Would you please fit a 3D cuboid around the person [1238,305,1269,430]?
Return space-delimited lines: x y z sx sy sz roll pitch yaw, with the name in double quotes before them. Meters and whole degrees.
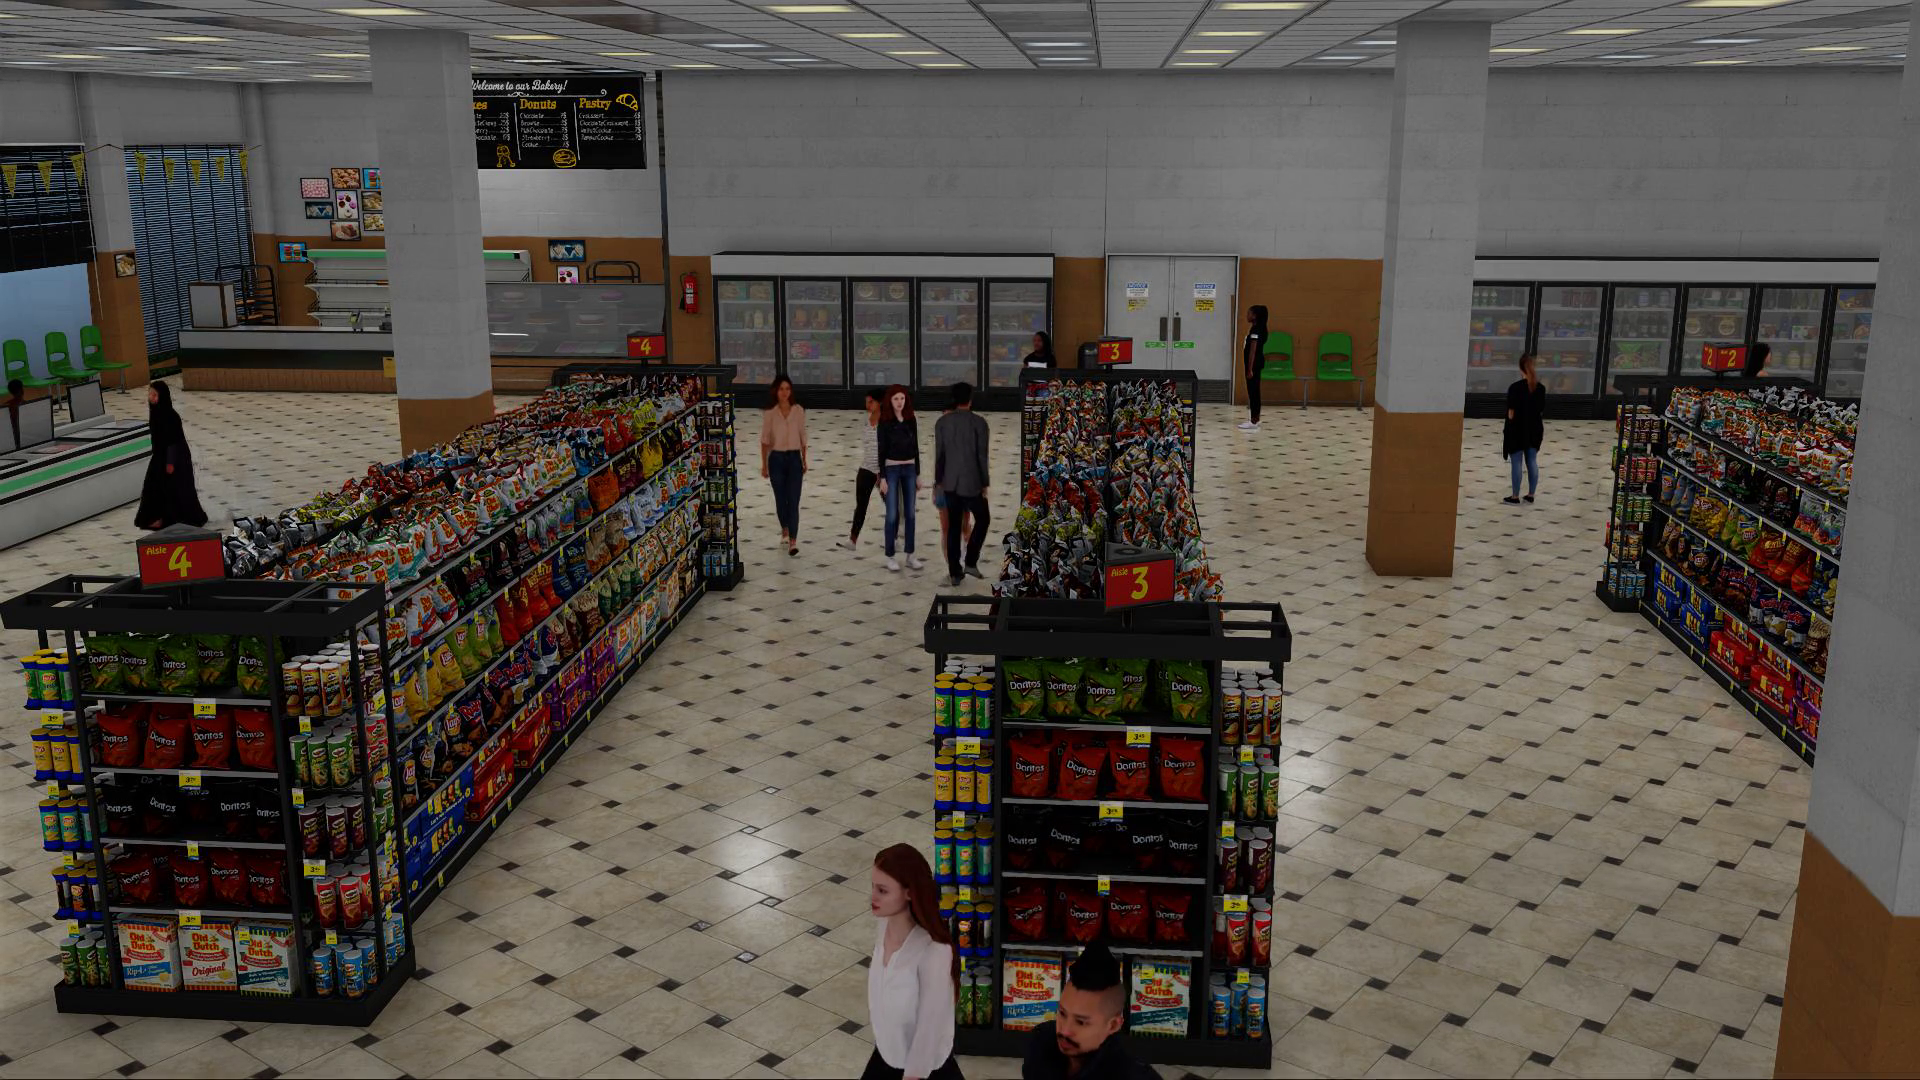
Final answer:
"person" 4.155 -2.445 23.453 0.709 1.731 0.573 4 14 17

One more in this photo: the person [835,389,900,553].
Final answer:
"person" -0.745 -0.682 16.442 0.904 1.609 1.053 11 18 39

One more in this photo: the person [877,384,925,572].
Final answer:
"person" -0.580 -0.593 15.696 0.680 1.788 0.718 -7 15 -26

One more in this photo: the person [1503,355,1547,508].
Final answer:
"person" 6.285 -1.220 18.503 0.688 1.683 0.653 -2 14 -10

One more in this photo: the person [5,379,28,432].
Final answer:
"person" -11.046 -1.266 19.602 0.502 1.255 0.479 1 14 3

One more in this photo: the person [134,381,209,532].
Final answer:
"person" -8.137 -0.886 17.289 1.072 1.607 0.938 -13 19 -43

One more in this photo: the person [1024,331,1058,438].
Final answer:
"person" 0.992 -1.708 20.433 0.691 1.723 0.716 8 16 30

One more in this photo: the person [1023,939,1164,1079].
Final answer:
"person" 0.422 2.004 4.872 1.025 1.844 1.088 12 18 41

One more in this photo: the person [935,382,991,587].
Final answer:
"person" 0.011 -0.482 15.099 0.772 1.854 0.739 5 14 19

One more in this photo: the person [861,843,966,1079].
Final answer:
"person" -0.074 1.872 5.704 1.146 1.708 1.140 -10 17 -35

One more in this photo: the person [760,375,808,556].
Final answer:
"person" -1.737 -0.731 16.385 0.857 1.732 1.234 -3 14 -11

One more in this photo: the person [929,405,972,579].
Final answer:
"person" -0.032 -0.466 15.527 0.712 1.620 0.961 3 14 13
